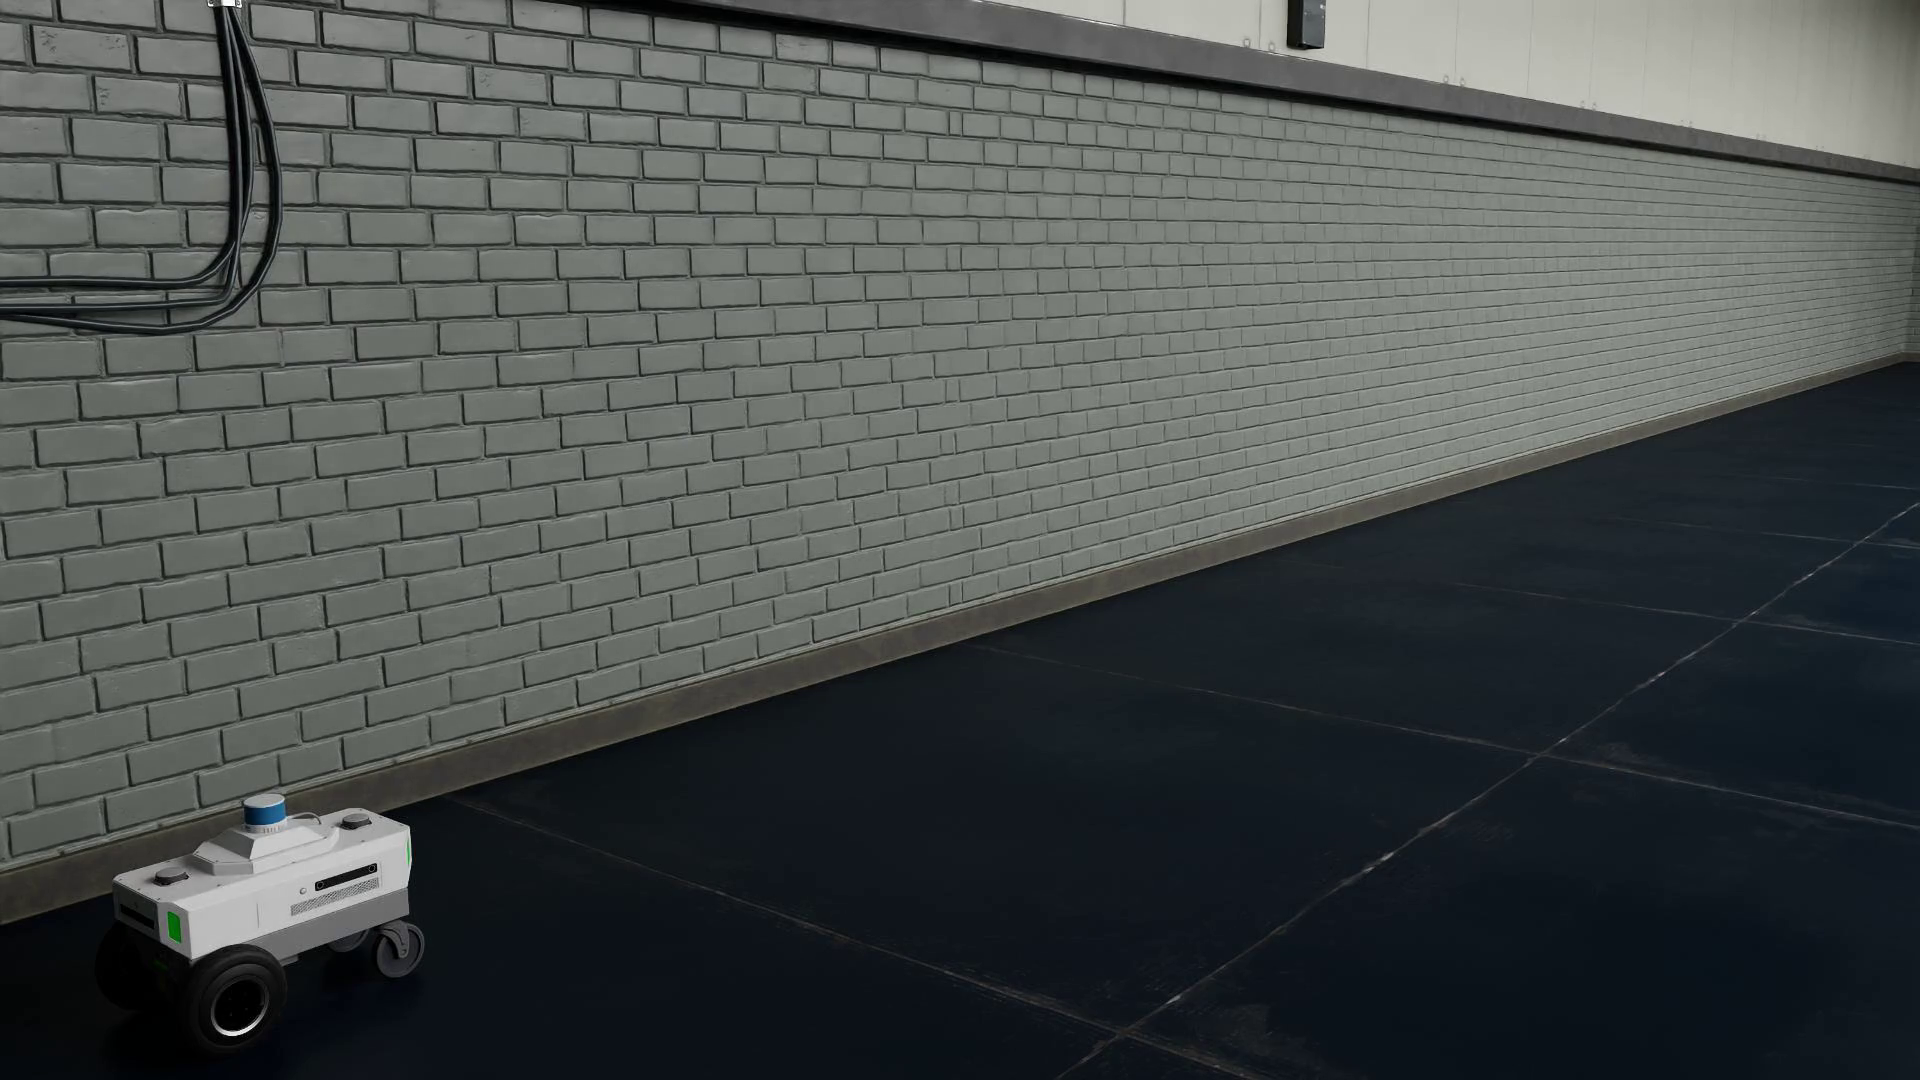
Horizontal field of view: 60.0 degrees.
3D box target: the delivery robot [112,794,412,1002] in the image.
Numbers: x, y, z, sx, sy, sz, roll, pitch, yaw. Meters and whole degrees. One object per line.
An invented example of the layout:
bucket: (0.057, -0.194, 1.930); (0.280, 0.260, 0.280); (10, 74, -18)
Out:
delivery robot: (-1.825, 0.917, 4.407); (0.477, 0.478, 0.707); (8, 13, 38)
